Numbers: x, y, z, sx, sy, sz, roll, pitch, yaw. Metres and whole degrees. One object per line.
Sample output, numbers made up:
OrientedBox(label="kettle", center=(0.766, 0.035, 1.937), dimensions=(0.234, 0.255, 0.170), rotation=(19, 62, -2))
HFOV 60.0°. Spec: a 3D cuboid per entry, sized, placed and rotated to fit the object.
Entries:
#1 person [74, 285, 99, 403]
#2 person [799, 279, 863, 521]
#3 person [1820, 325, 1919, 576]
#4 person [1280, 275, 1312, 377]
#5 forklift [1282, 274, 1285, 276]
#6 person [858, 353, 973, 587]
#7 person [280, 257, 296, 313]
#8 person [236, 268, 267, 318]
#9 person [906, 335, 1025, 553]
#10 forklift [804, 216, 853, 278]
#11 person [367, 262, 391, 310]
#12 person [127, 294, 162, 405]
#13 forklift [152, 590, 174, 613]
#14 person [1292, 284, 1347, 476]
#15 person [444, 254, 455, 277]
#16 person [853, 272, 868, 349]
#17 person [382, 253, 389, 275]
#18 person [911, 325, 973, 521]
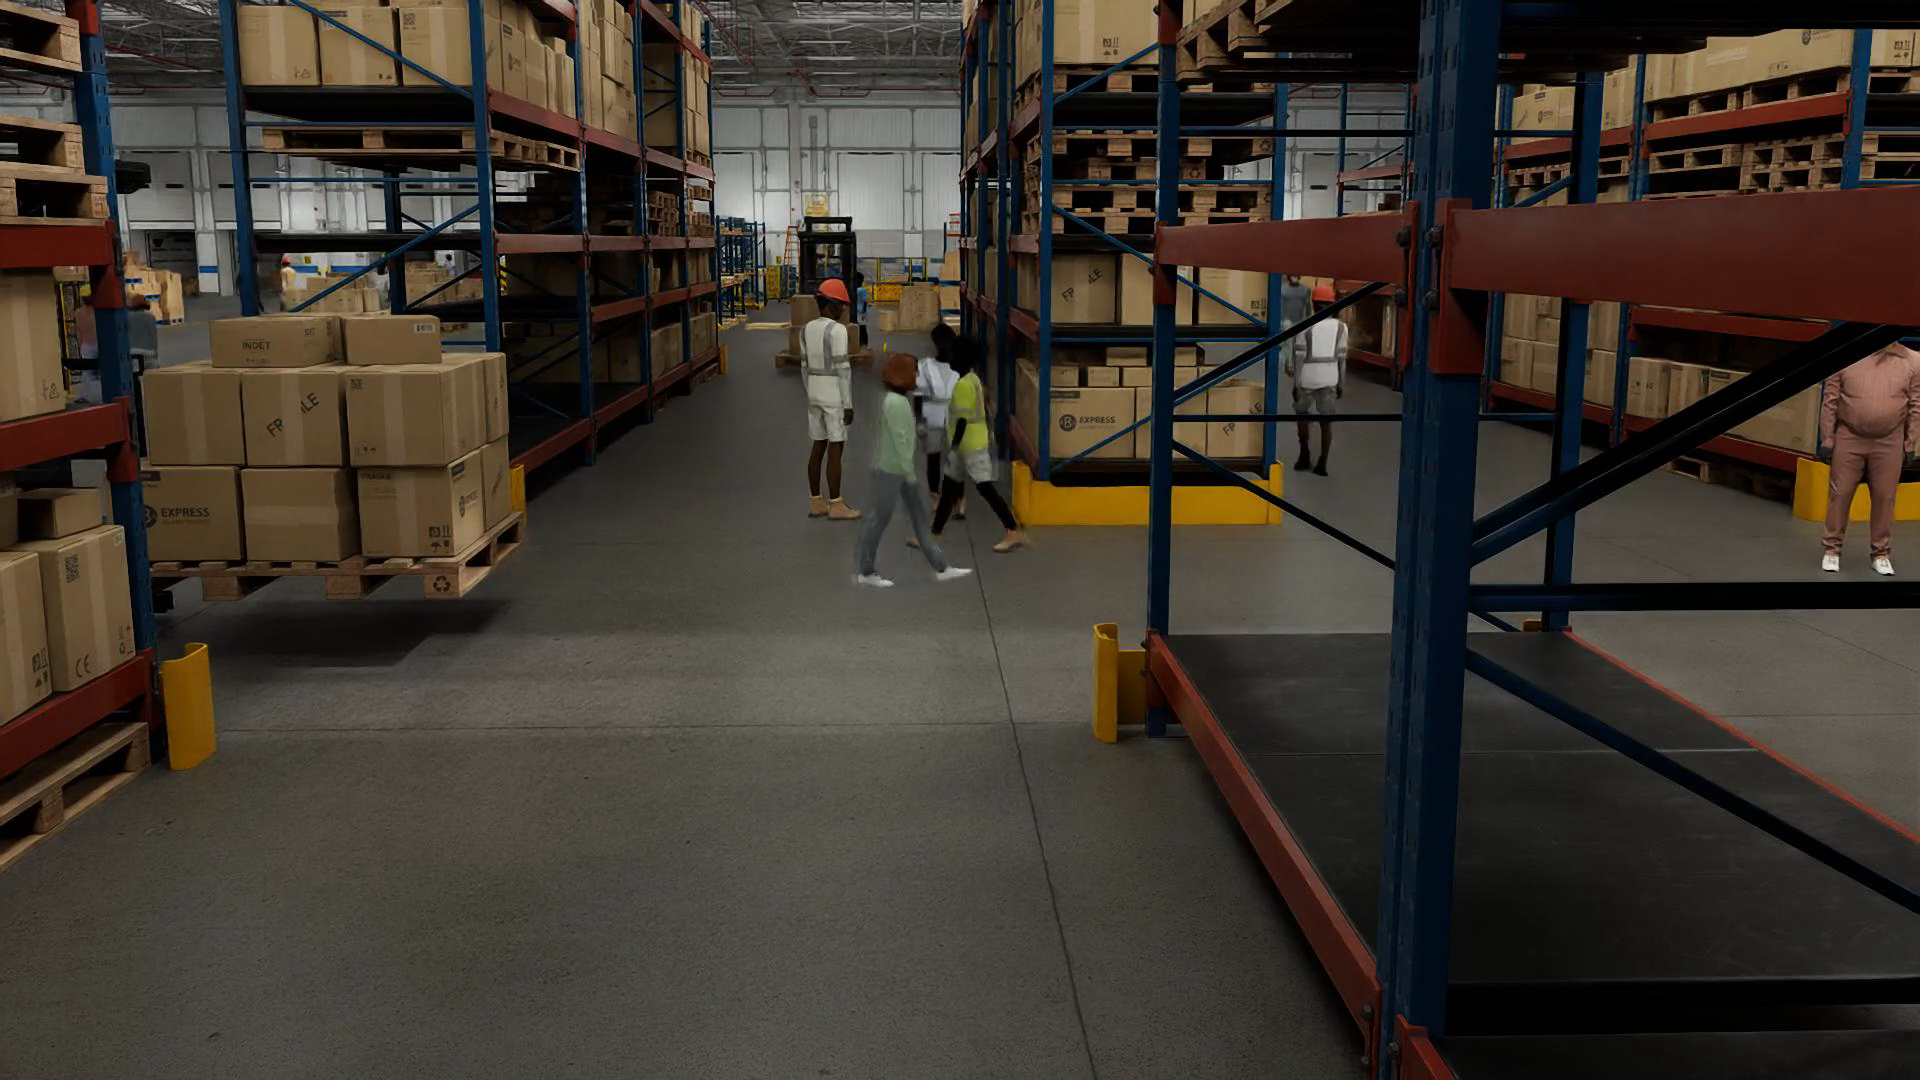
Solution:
OrientedBox(label="person", center=(-12.347, -2.757, 23.684), dimensions=(0.541, 1.722, 0.886), rotation=(-1, 10, -4))
OrientedBox(label="person", center=(-1.087, -1.179, 14.050), dimensions=(0.392, 2.034, 0.605), rotation=(-8, 13, -39))
OrientedBox(label="person", center=(6.418, -0.695, 11.743), dimensions=(0.640, 1.899, 0.398), rotation=(4, 11, 21))
OrientedBox(label="person", center=(5.804, -3.817, 29.062), dimensions=(0.637, 1.924, 0.712), rotation=(-1, 10, -4))
OrientedBox(label="forklift", center=(12.240, -10.302, 62.509), dimensions=(1.129, 2.768, 1.873), rotation=(0, 10, -2))
OrientedBox(label="person", center=(-0.319, -0.455, 11.225), dimensions=(0.840, 1.588, 0.517), rotation=(1, 10, 6))
OrientedBox(label="person", center=(-19.611, -7.275, 48.406), dimensions=(0.980, 1.885, 0.575), rotation=(5, 11, 25))
OrientedBox(label="person", center=(-21.783, -7.813, 50.988), dimensions=(0.691, 2.000, 0.780), rotation=(9, 13, 40))
OrientedBox(label="person", center=(0.075, -0.717, 12.555), dimensions=(0.907, 1.649, 0.544), rotation=(0, 10, 0))
OrientedBox(label="forklift", center=(-2.549, -4.920, 32.528), dimensions=(1.129, 2.768, 1.873), rotation=(0, 10, -2))
OrientedBox(label="person", center=(-14.201, -5.891, 40.693), dimensions=(0.673, 1.887, 0.991), rotation=(-1, 10, -8))
OrientedBox(label="person", center=(-11.773, -2.747, 24.016), dimensions=(0.498, 1.585, 0.841), rotation=(1, 10, 4))
OrientedBox(label="forklift", center=(-5.858, -0.811, 9.639), dimensions=(1.873, 2.768, 1.129), rotation=(-1, 10, -3))
OrientedBox(label="person", center=(3.607, -1.619, 16.820), dimensions=(0.565, 1.912, 0.660), rotation=(-1, 10, -5))
OrientedBox(label="person", center=(-21.338, -11.042, 69.533), dimensions=(0.429, 1.841, 0.633), rotation=(-4, 11, -23))
OrientedBox(label="person", center=(-2.125, -4.803, 35.165), dimensions=(0.317, 1.699, 0.582), rotation=(-6, 12, -30))
OrientedBox(label="person", center=(-21.537, -9.785, 62.330), dimensions=(0.406, 1.918, 0.584), rotation=(1, 10, 5))
OrientedBox(label="person", center=(-0.143, -0.999, 14.104), dimensions=(0.546, 1.641, 0.886), rotation=(-1, 10, -7))
